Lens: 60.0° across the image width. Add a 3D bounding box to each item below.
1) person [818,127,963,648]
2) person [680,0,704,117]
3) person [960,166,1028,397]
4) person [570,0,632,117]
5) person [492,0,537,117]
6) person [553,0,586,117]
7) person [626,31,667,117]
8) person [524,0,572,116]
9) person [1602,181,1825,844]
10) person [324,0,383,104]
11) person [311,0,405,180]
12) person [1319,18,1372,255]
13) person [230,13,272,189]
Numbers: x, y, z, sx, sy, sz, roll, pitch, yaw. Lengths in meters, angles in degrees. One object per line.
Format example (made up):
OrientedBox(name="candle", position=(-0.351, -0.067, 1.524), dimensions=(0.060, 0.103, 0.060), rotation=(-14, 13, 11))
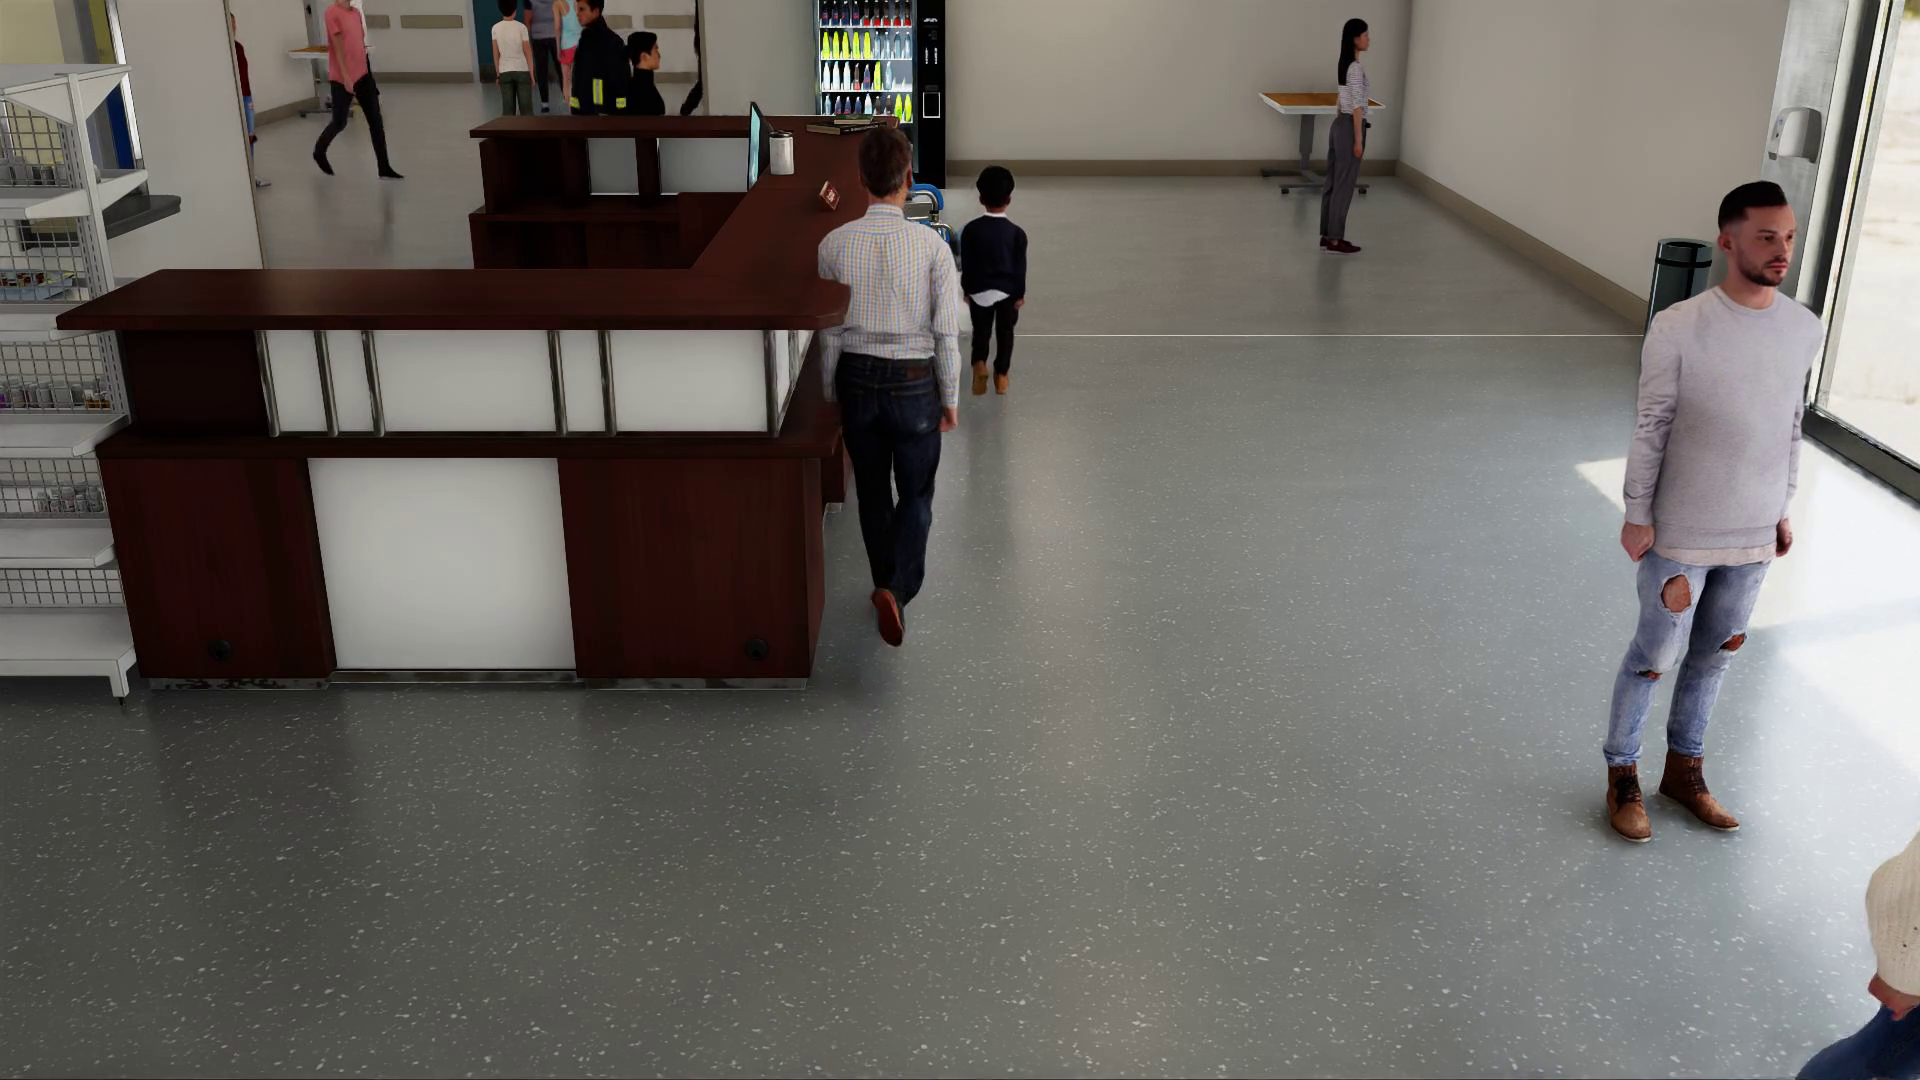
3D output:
OrientedBox(name="person", position=(-0.259, -0.489, 5.764), dimensions=(1.008, 1.800, 0.783), rotation=(2, 21, 5))
OrientedBox(name="person", position=(-2.904, -5.623, 19.200), dimensions=(1.130, 1.884, 1.157), rotation=(18, 27, 39))
OrientedBox(name="person", position=(0.181, -1.334, 8.768), dimensions=(0.653, 1.213, 0.594), rotation=(2, 21, 5))
OrientedBox(name="person", position=(-2.742, -3.372, 13.215), dimensions=(0.967, 1.914, 0.918), rotation=(-18, 27, -39))
OrientedBox(name="person", position=(-4.757, -4.953, 17.755), dimensions=(0.464, 1.654, 0.622), rotation=(-1, 21, -2))
OrientedBox(name="person", position=(-4.719, -5.984, 20.384), dimensions=(1.131, 1.721, 0.888), rotation=(-7, 22, -18))
OrientedBox(name="person", position=(-2.215, -2.600, 11.476), dimensions=(1.134, 1.703, 0.802), rotation=(-4, 21, -11))
OrientedBox(name="person", position=(-5.285, -6.391, 21.312), dimensions=(0.678, 1.824, 0.838), rotation=(-7, 22, -17))
OrientedBox(name="person", position=(2.065, -0.067, 4.594), dimensions=(0.577, 1.840, 0.786), rotation=(-4, 21, -11))
OrientedBox(name="person", position=(-8.082, -6.623, 22.179), dimensions=(1.180, 1.645, 0.977), rotation=(10, 23, 24))
OrientedBox(name="person", position=(-5.909, -4.394, 15.901), dimensions=(1.307, 1.922, 0.981), rotation=(10, 23, 24))
OrientedBox(name="person", position=(2.936, -3.069, 12.668), dimensions=(0.536, 1.734, 0.610), rotation=(-1, 21, -3))
OrientedBox(name="person", position=(-6.755, -4.083, 15.489), dimensions=(0.596, 1.632, 0.638), rotation=(5, 21, 14))
